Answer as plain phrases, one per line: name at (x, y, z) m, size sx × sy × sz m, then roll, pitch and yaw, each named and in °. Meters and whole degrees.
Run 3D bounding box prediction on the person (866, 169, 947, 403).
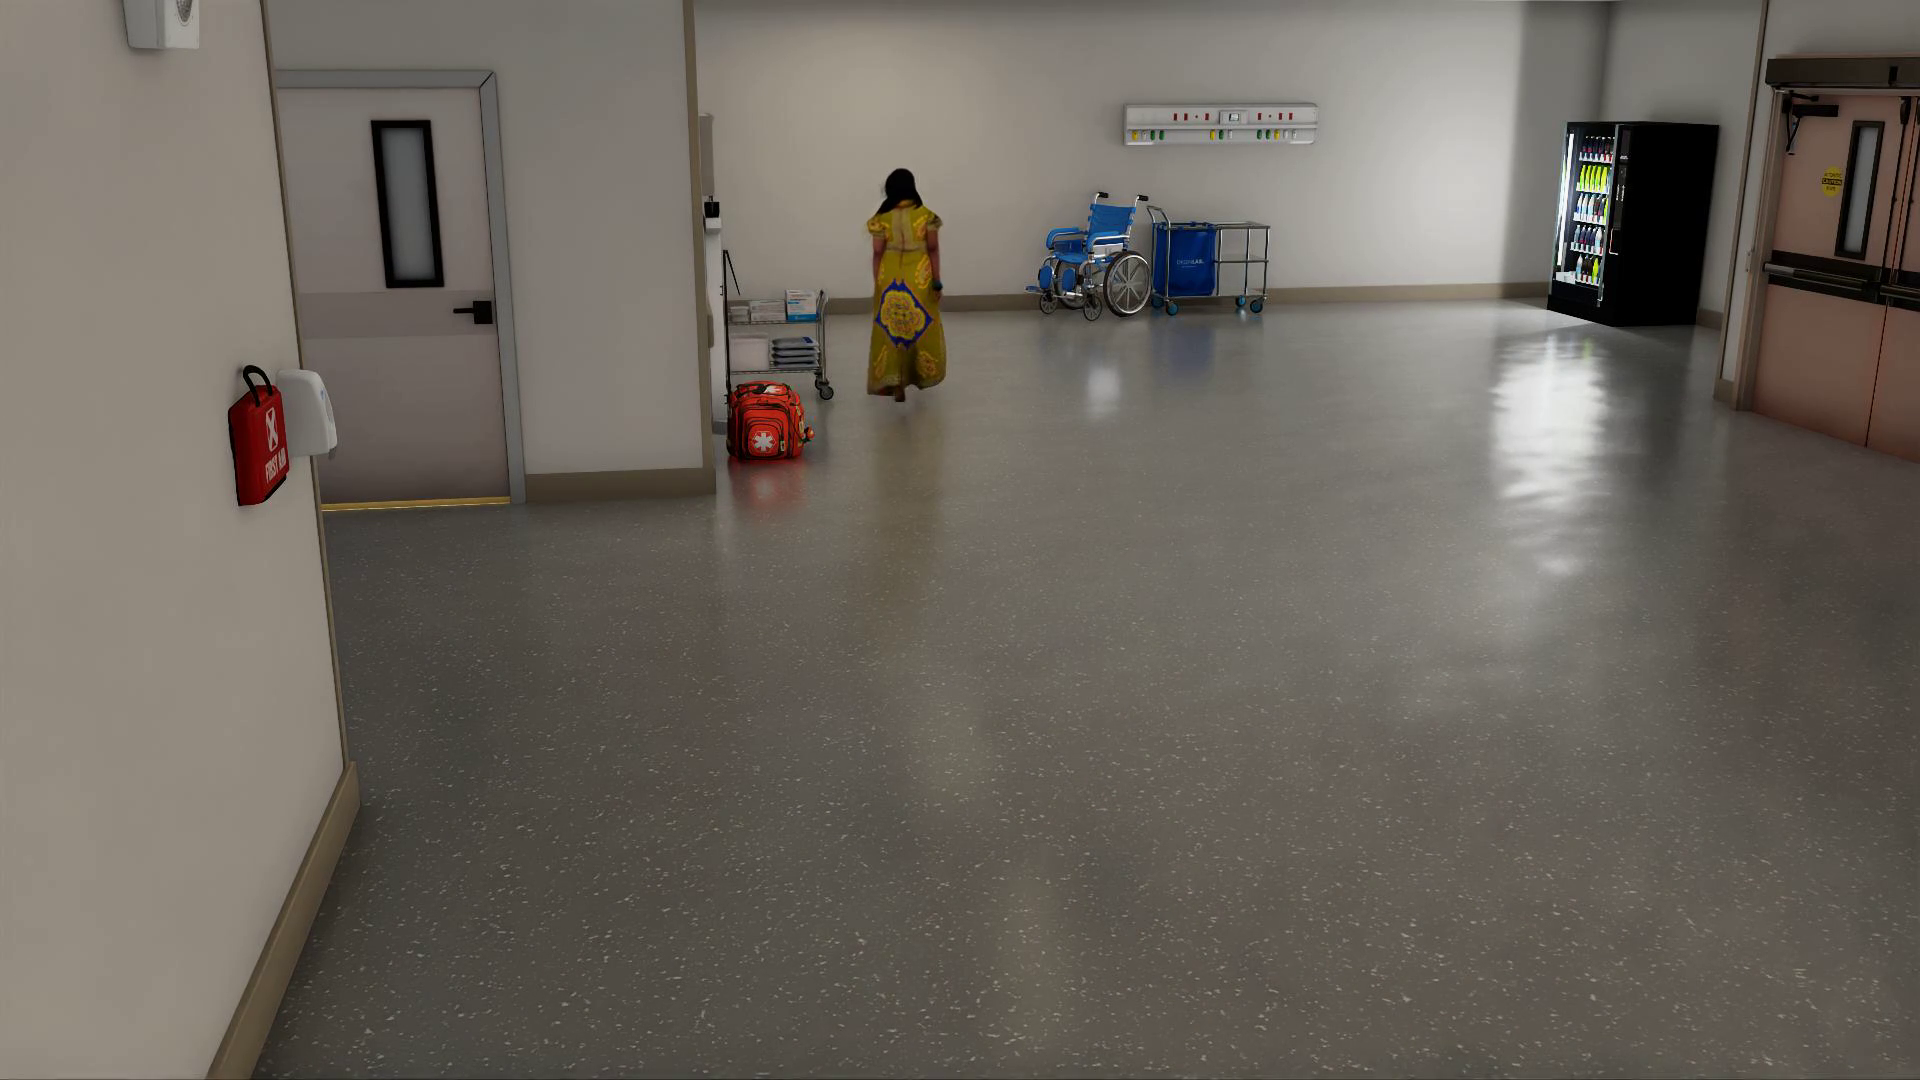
person at (-0.389, -1.733, 11.662) m, size 0.850 × 1.606 × 1.376 m, roll -1°, pitch 16°, yaw -3°
